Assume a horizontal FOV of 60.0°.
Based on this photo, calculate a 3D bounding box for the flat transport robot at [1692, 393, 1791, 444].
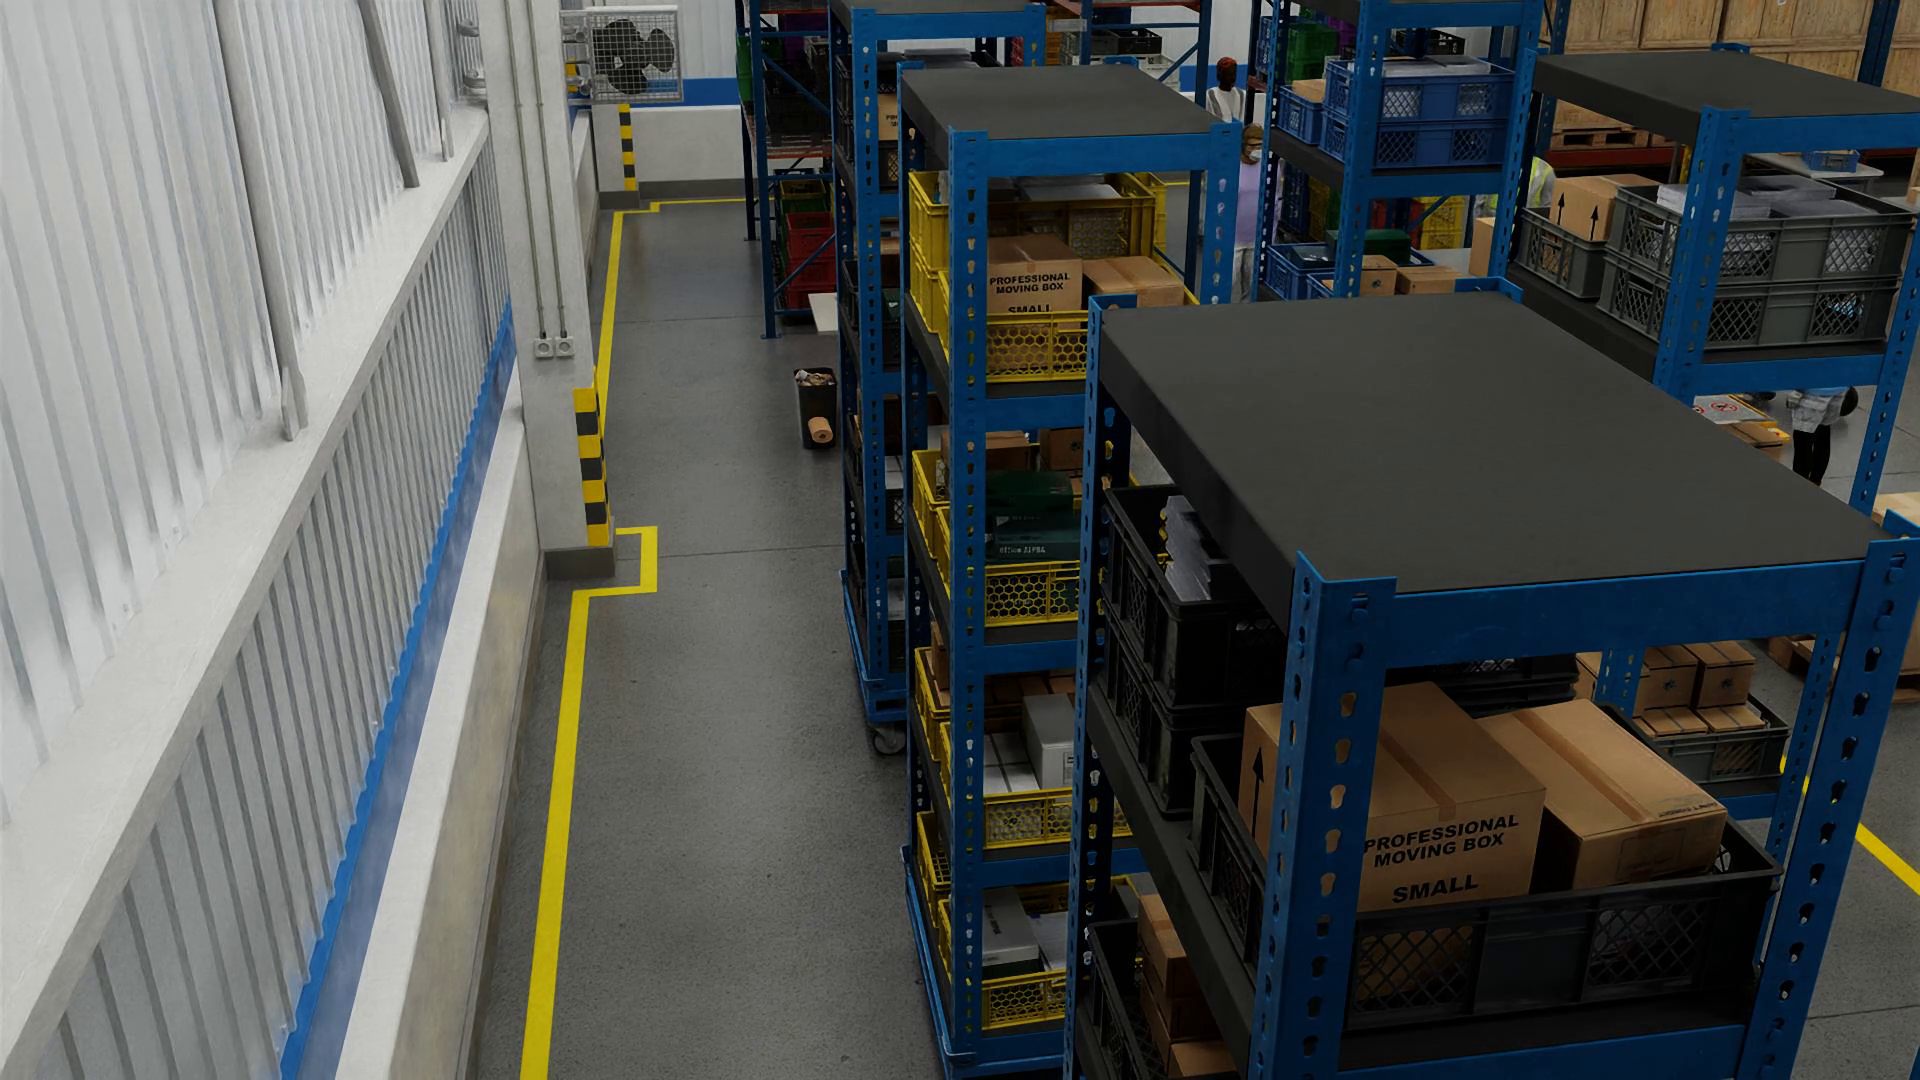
[{"bbox_3d":[5.224,-0.859,12.132,1.431,0.197,0.652,-4,25,-8],"label":"flat transport robot"}]

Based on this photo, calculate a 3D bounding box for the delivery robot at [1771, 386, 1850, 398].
[{"bbox_3d":[6.333,-1.251,12.540,0.477,0.478,0.707,-19,31,-35],"label":"delivery robot"}]

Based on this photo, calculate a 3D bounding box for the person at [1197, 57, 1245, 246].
[{"bbox_3d":[2.654,-3.939,16.914,0.579,1.883,0.352,-17,30,-33],"label":"person"}]

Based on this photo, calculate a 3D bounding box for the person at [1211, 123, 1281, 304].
[{"bbox_3d":[2.305,-2.437,13.594,0.629,1.932,0.358,-8,26,-17],"label":"person"}]

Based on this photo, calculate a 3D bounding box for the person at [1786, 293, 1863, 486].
[{"bbox_3d":[5.543,-0.999,10.739,0.535,1.699,0.318,-17,30,-33],"label":"person"}]

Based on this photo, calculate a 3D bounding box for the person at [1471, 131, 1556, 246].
[{"bbox_3d":[4.572,-2.523,13.889,0.621,1.840,0.430,14,28,27],"label":"person"}]

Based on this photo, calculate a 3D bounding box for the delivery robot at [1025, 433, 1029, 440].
[{"bbox_3d":[0.112,-0.690,11.320,0.707,0.478,0.477,3,25,7],"label":"delivery robot"}]
